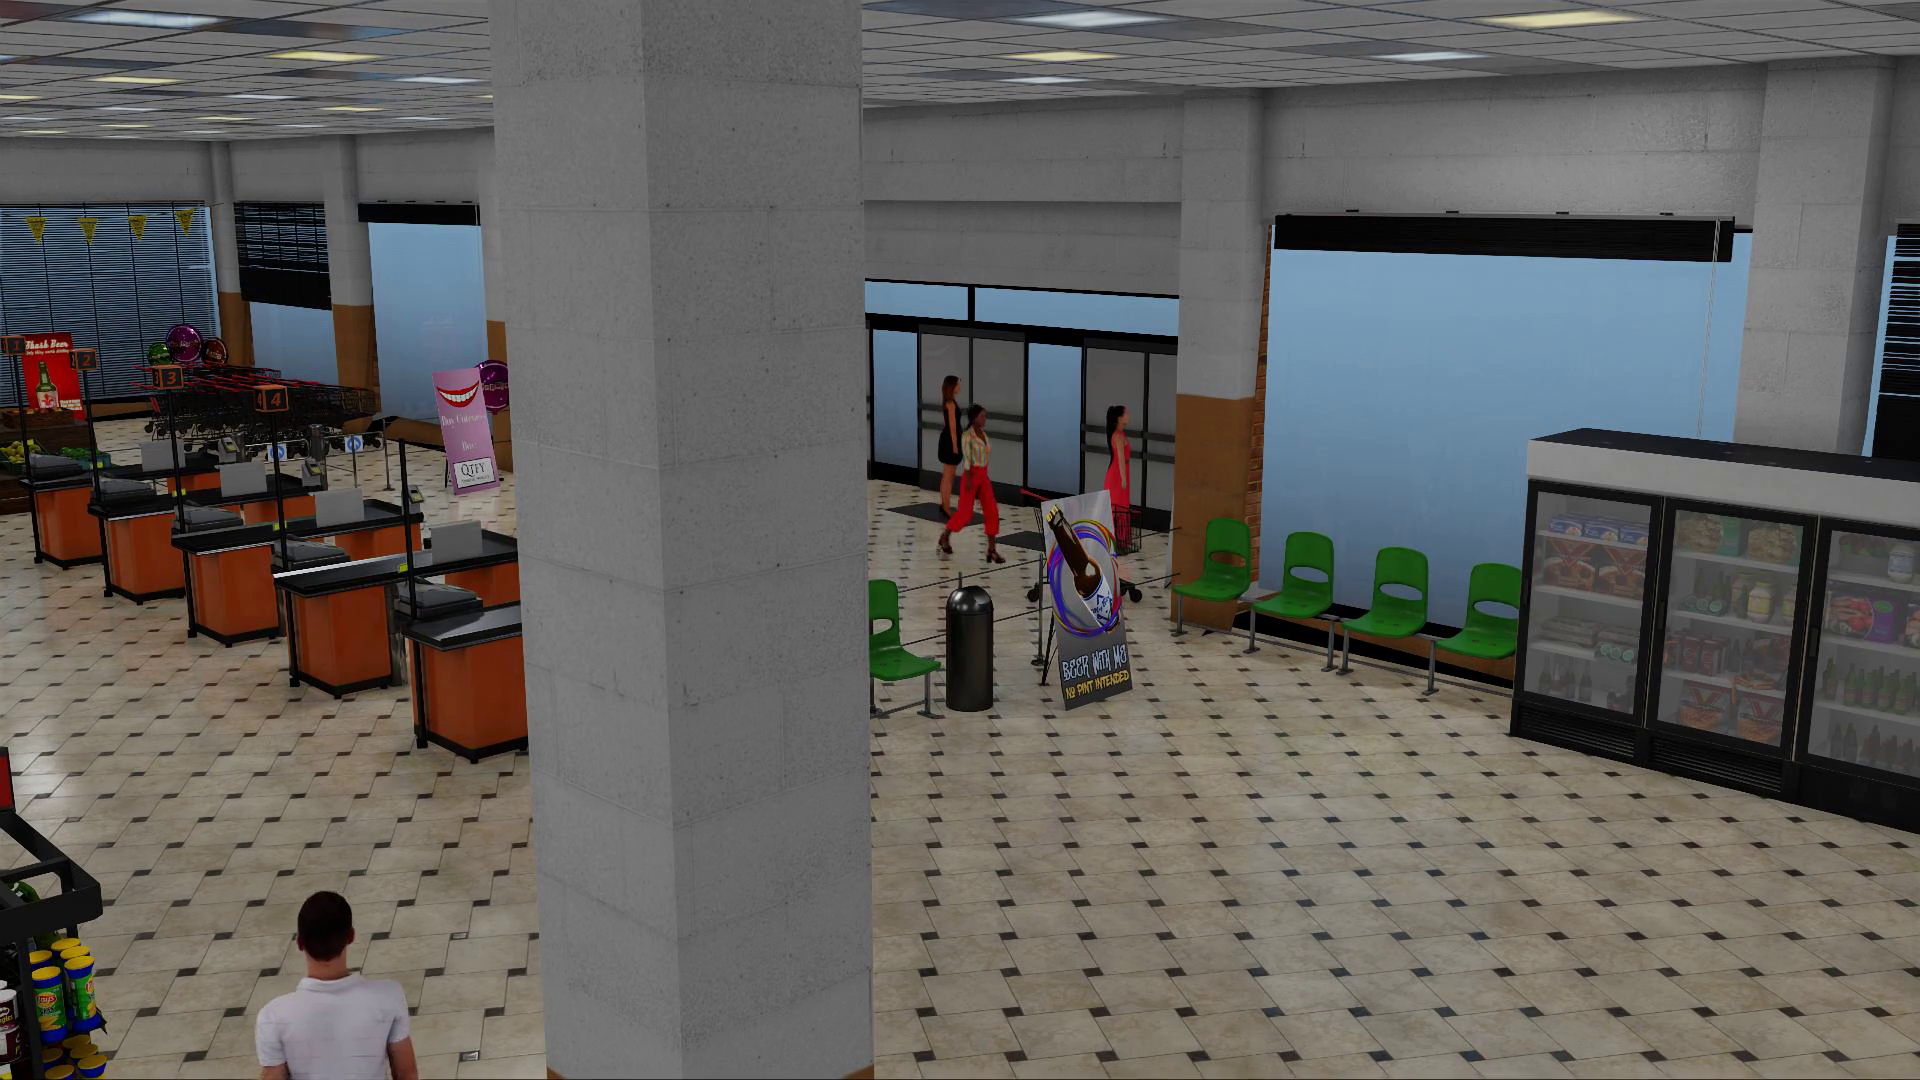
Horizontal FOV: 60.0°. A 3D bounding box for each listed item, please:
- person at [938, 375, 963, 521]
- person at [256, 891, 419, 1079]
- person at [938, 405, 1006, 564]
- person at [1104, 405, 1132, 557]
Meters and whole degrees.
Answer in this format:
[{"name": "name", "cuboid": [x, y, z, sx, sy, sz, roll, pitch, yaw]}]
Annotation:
[{"name": "person", "cuboid": [-0.121, -1.167, 21.047, 0.705, 1.834, 0.669, -2, 12, -8]}, {"name": "person", "cuboid": [-2.025, 2.105, 5.507, 0.702, 1.833, 0.828, -5, 13, -21]}, {"name": "person", "cuboid": [0.089, -0.603, 18.565, 0.760, 1.752, 1.115, 9, 15, 37]}, {"name": "person", "cuboid": [1.808, -0.686, 19.022, 0.761, 1.727, 0.713, -1, 12, -4]}]
